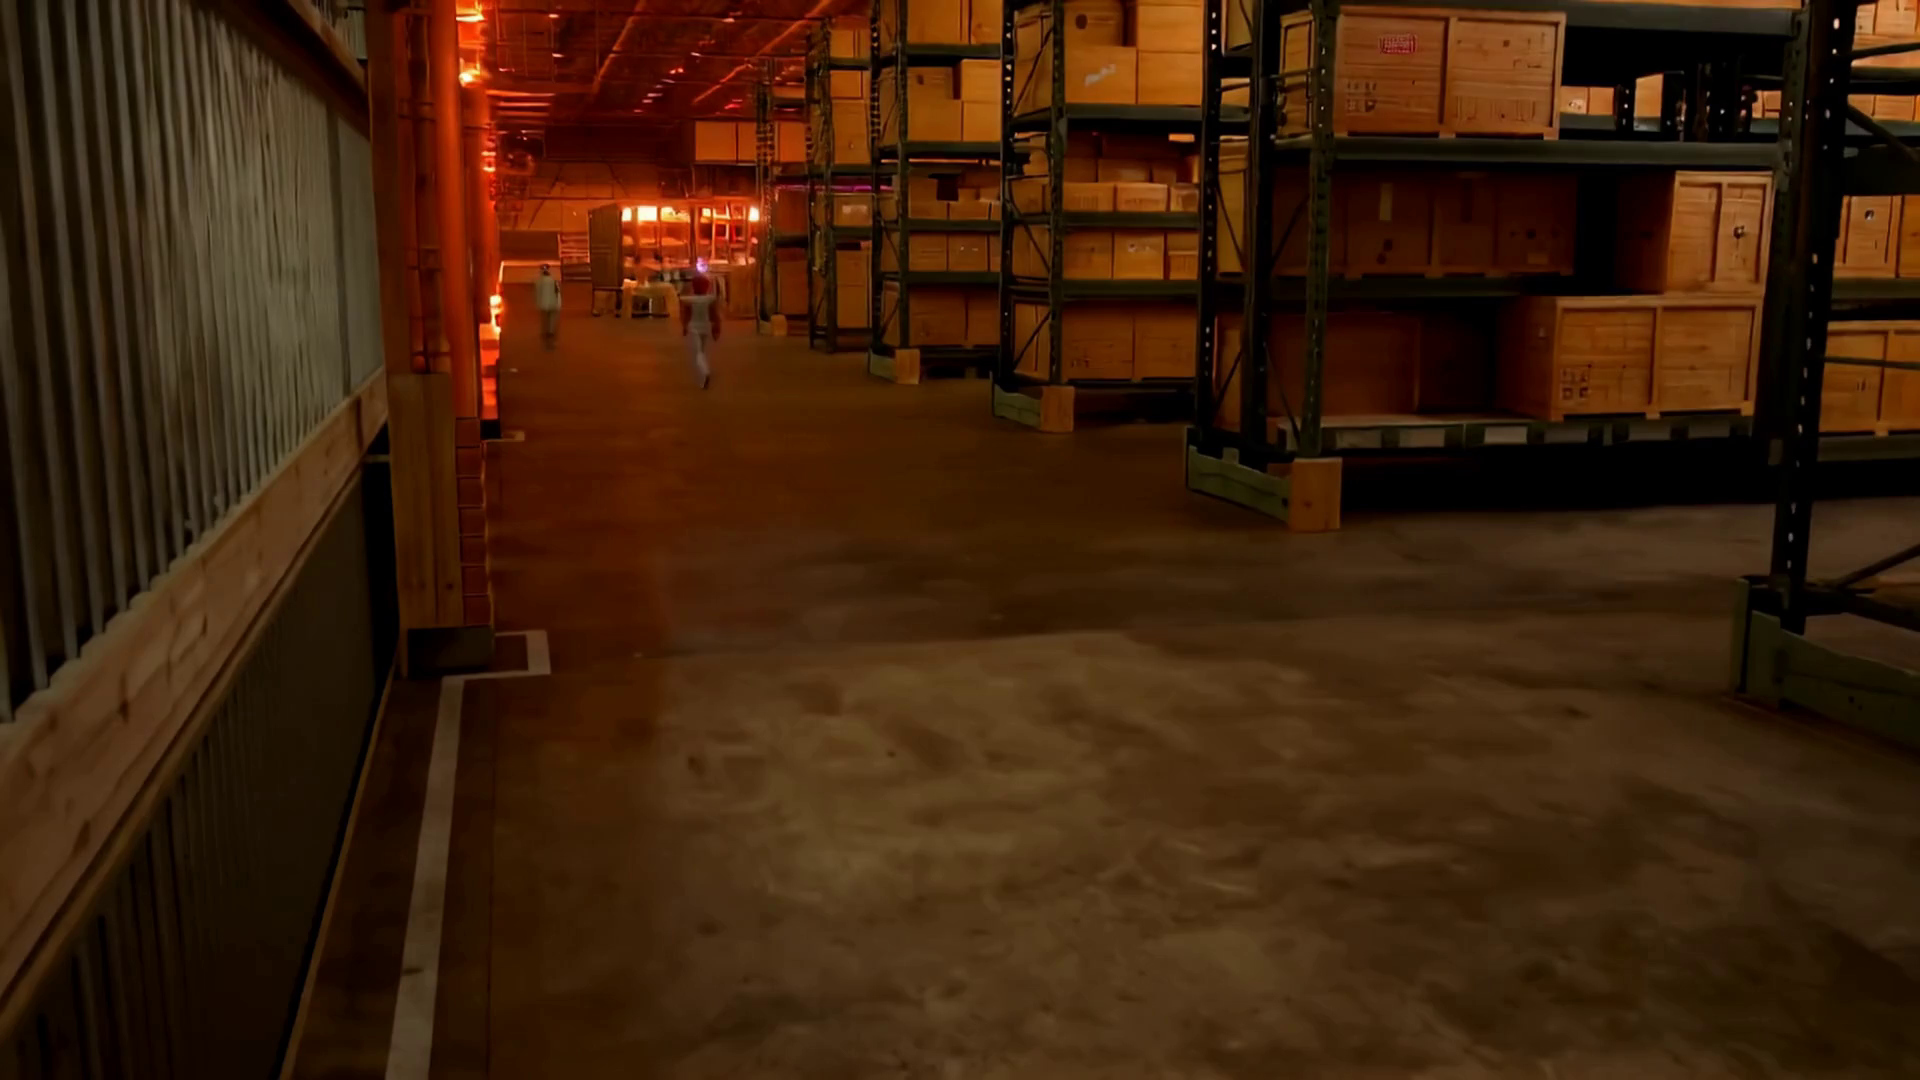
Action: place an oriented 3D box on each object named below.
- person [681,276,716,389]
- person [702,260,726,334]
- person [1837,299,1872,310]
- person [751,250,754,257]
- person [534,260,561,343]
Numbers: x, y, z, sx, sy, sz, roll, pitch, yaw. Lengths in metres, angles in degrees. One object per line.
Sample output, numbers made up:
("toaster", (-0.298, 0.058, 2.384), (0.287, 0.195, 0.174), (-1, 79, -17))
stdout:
("person", (-3.652, -2.917, 23.479), (0.537, 1.616, 0.639), (-7, 12, -35))
("person", (-5.693, -5.622, 38.516), (0.543, 1.707, 0.914), (-4, 11, -20))
("person", (9.250, -1.908, 17.447), (0.785, 1.709, 0.512), (-3, 11, -17))
("person", (-10.027, -13.188, 80.976), (0.389, 1.847, 0.563), (-8, 13, -40))
("person", (-8.685, -5.047, 35.160), (0.588, 1.737, 0.454), (1, 10, 8))
